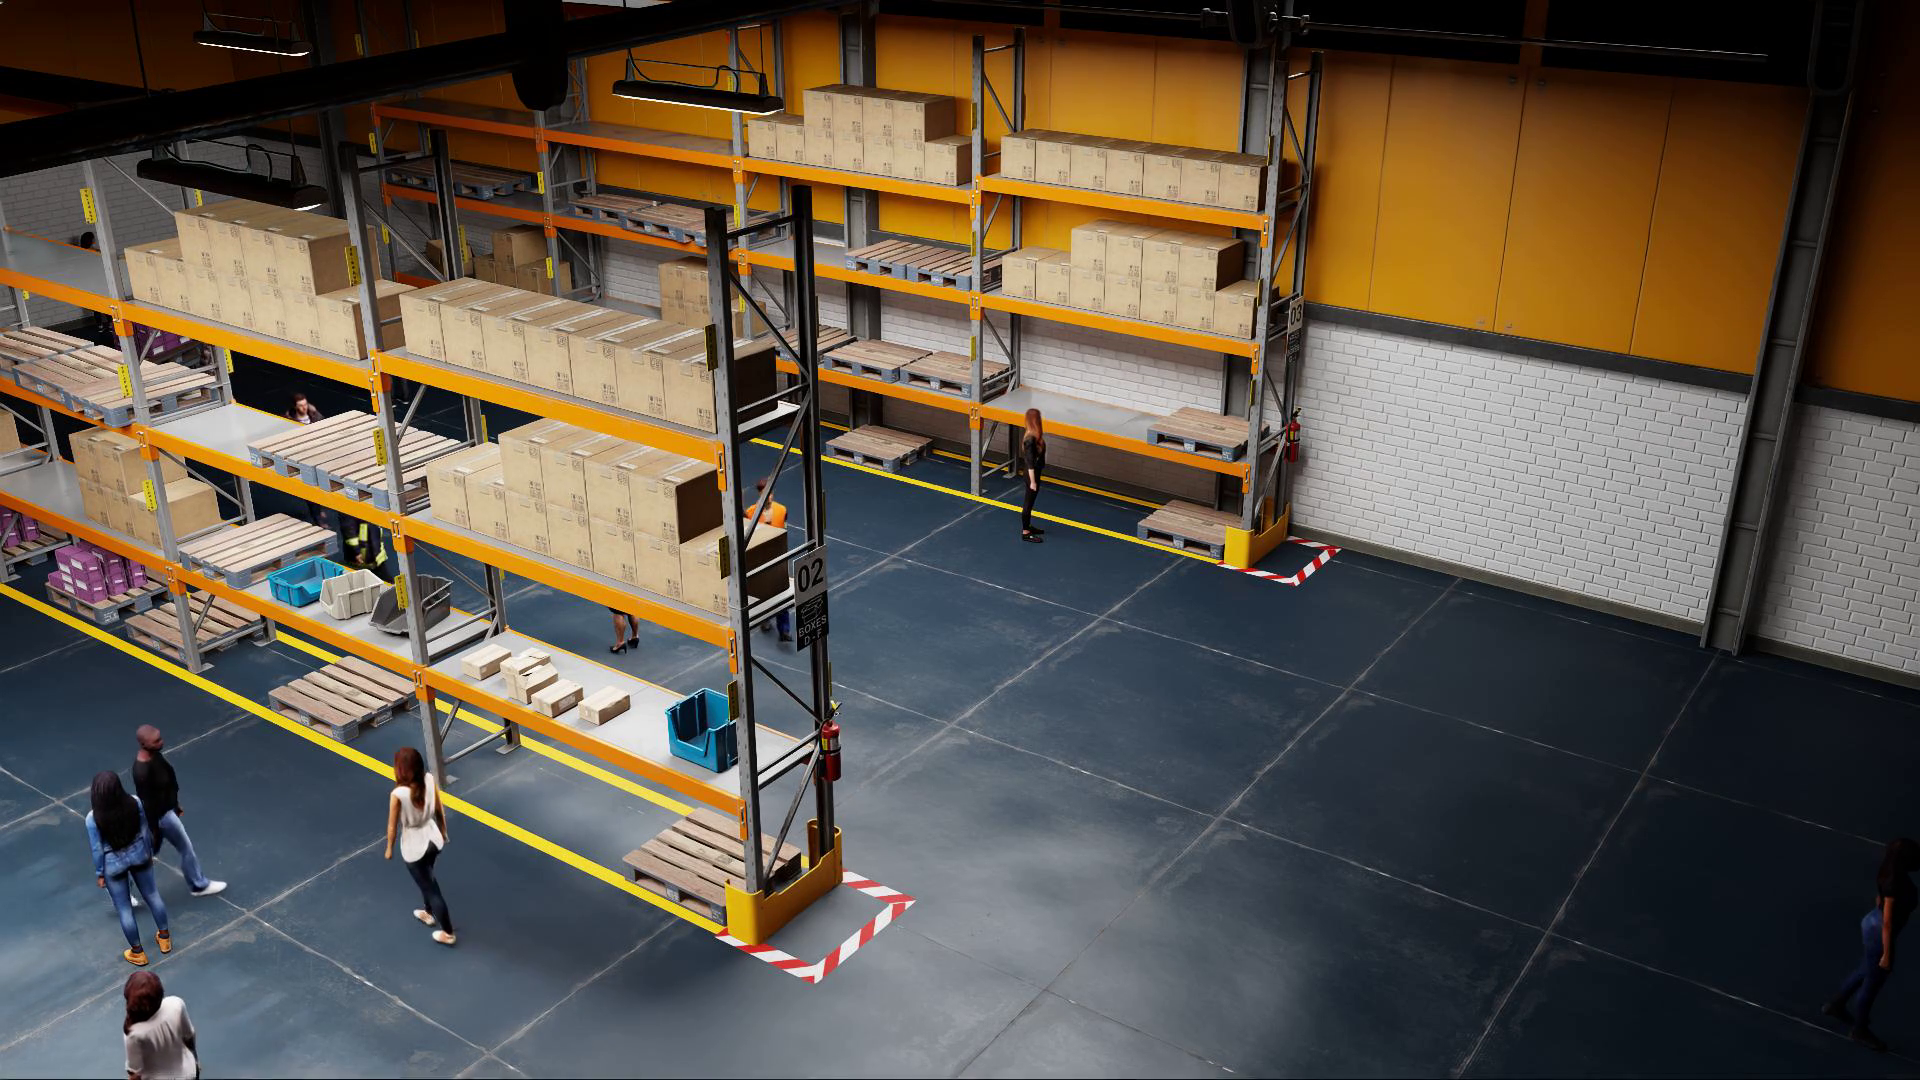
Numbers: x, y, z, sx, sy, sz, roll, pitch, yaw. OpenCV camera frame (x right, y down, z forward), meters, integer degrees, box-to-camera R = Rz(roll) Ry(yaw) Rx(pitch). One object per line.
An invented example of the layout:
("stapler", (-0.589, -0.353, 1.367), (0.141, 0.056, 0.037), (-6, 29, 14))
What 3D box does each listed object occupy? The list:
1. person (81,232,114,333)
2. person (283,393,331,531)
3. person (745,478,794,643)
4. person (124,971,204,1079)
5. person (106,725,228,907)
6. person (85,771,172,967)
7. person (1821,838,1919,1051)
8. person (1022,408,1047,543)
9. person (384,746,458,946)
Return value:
("person", (-15.206, -4.555, 29.314), (0.651, 1.769, 0.759), (2, 24, 4))
("person", (-8.291, -1.015, 21.136), (0.750, 1.833, 0.760), (17, 29, 34))
("person", (-2.169, 0.173, 18.393), (1.066, 1.854, 1.192), (-7, 25, -15))
("person", (-5.033, 3.551, 10.748), (0.685, 1.786, 0.640), (14, 27, 28))
("person", (-6.705, 2.286, 13.735), (1.081, 1.712, 1.131), (-9, 25, -20))
("person", (-6.558, 2.566, 13.097), (0.552, 1.710, 0.627), (20, 31, 38))
("person", (6.735, 2.925, 12.240), (0.712, 1.738, 0.608), (12, 26, 25))
("person", (0.893, -0.834, 20.873), (0.670, 1.712, 0.674), (3, 24, 7))
("person", (-4.215, 2.474, 13.240), (0.826, 1.765, 0.627), (13, 27, 27))
